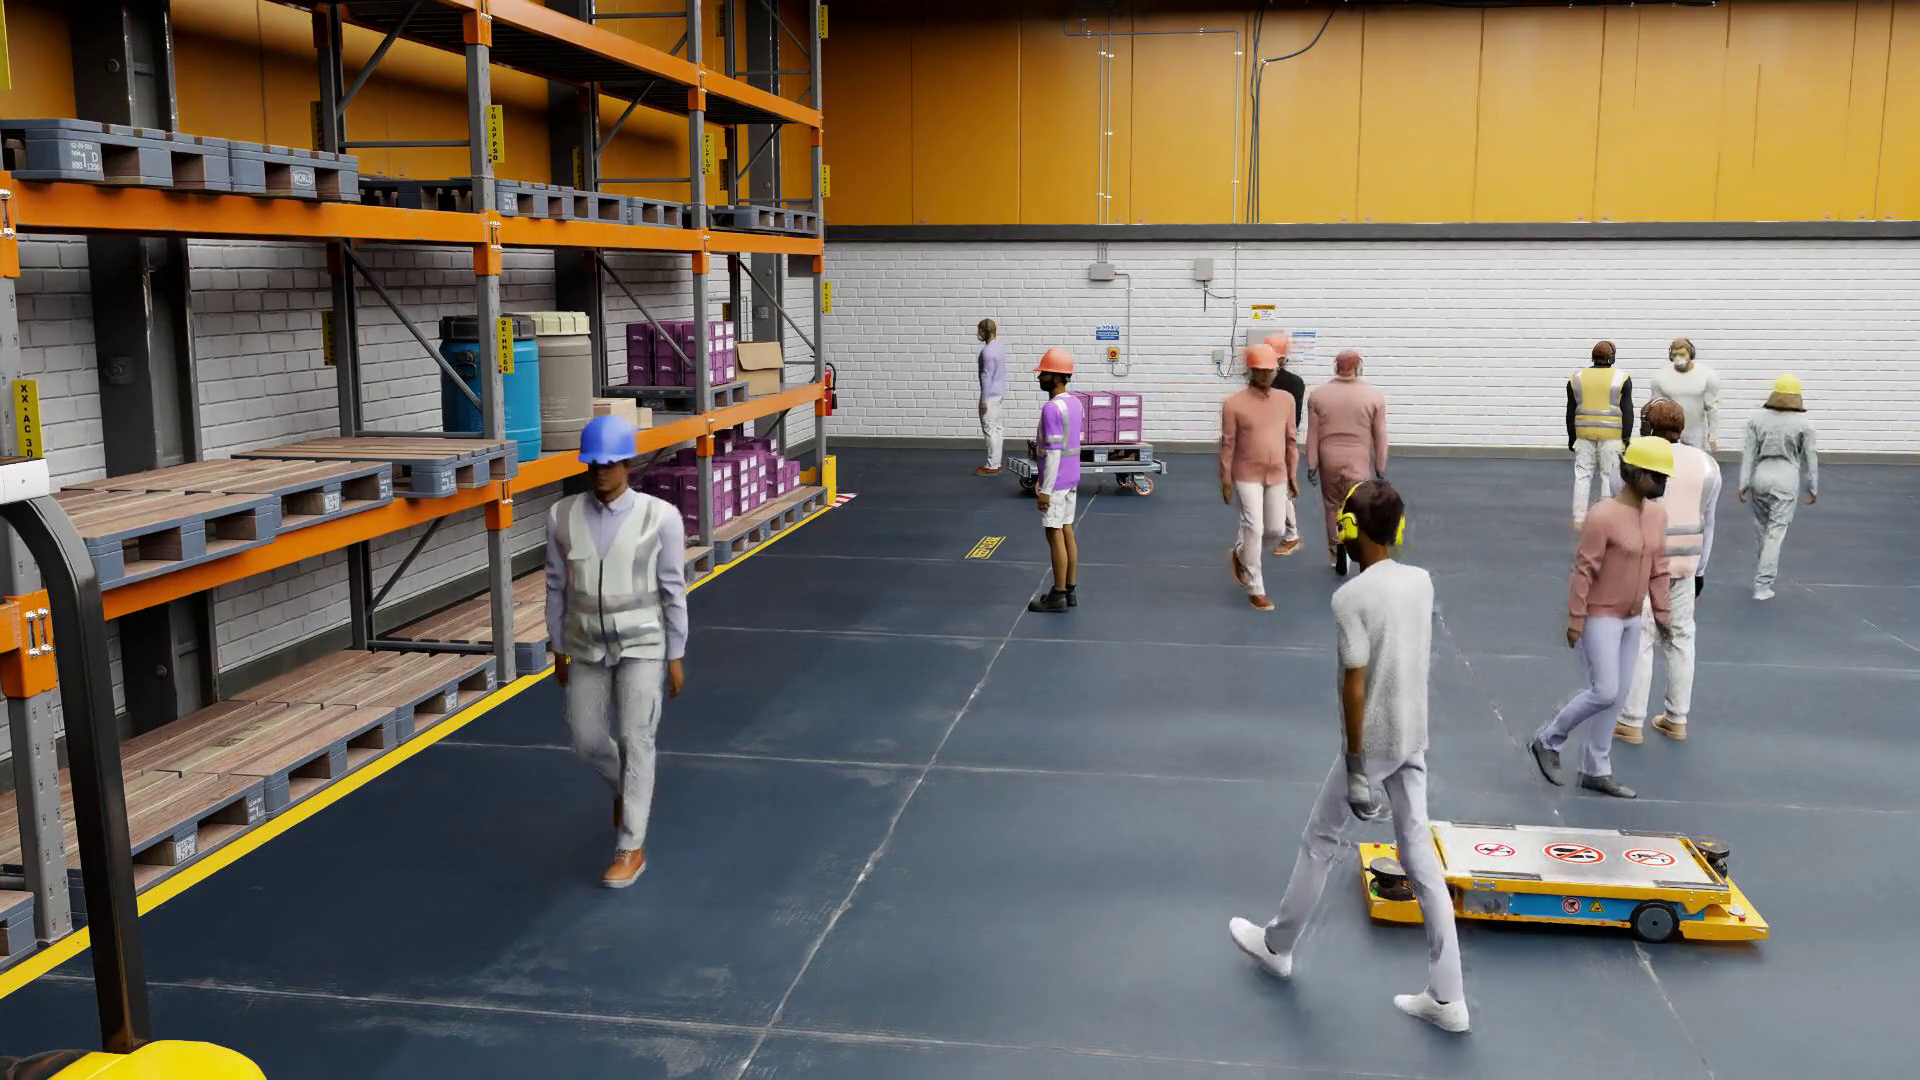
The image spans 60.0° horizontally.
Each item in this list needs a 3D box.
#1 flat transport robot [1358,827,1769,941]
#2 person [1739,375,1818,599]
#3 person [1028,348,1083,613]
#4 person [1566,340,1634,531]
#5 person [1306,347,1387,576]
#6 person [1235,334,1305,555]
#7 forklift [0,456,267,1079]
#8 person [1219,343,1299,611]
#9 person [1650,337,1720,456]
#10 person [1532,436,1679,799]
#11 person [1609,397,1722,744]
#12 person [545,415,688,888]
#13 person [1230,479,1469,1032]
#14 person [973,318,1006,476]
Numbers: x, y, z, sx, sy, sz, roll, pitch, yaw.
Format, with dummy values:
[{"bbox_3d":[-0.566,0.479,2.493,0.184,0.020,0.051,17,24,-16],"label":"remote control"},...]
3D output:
[{"bbox_3d":[2.325,1.321,6.541,1.431,0.197,0.652,1,9,9],"label":"flat transport robot"},{"bbox_3d":[6.355,-0.421,12.853,0.514,1.700,0.855,8,12,42],"label":"person"},{"bbox_3d":[0.703,-0.434,12.227,0.341,1.942,0.552,4,10,22],"label":"person"},{"bbox_3d":[6.127,-0.984,15.932,0.621,1.845,0.429,7,11,36],"label":"person"},{"bbox_3d":[3.175,-0.645,13.713,0.655,1.881,0.797,4,10,22],"label":"person"},{"bbox_3d":[2.743,-0.816,14.524,0.679,1.962,0.638,-8,12,-42],"label":"person"},{"bbox_3d":[-2.328,0.975,2.765,2.313,2.155,1.214,1,9,9],"label":"forklift"},{"bbox_3d":[2.204,-0.493,12.478,0.610,1.979,0.726,-3,10,-20],"label":"person"},{"bbox_3d":[6.961,-1.007,15.985,0.645,1.894,0.750,6,11,31],"label":"person"},{"bbox_3d":[3.112,0.368,7.896,0.536,1.743,0.475,-6,11,-34],"label":"person"},{"bbox_3d":[3.685,0.164,8.849,0.623,1.844,0.430,-2,9,-12],"label":"person"},{"bbox_3d":[-1.408,0.429,6.934,0.617,1.933,0.634,1,9,8],"label":"person"},{"bbox_3d":[1.384,0.697,5.662,0.492,1.811,0.944,-6,11,-32],"label":"person"},{"bbox_3d":[0.363,-1.748,20.367,0.387,1.933,0.632,3,10,16],"label":"person"}]
